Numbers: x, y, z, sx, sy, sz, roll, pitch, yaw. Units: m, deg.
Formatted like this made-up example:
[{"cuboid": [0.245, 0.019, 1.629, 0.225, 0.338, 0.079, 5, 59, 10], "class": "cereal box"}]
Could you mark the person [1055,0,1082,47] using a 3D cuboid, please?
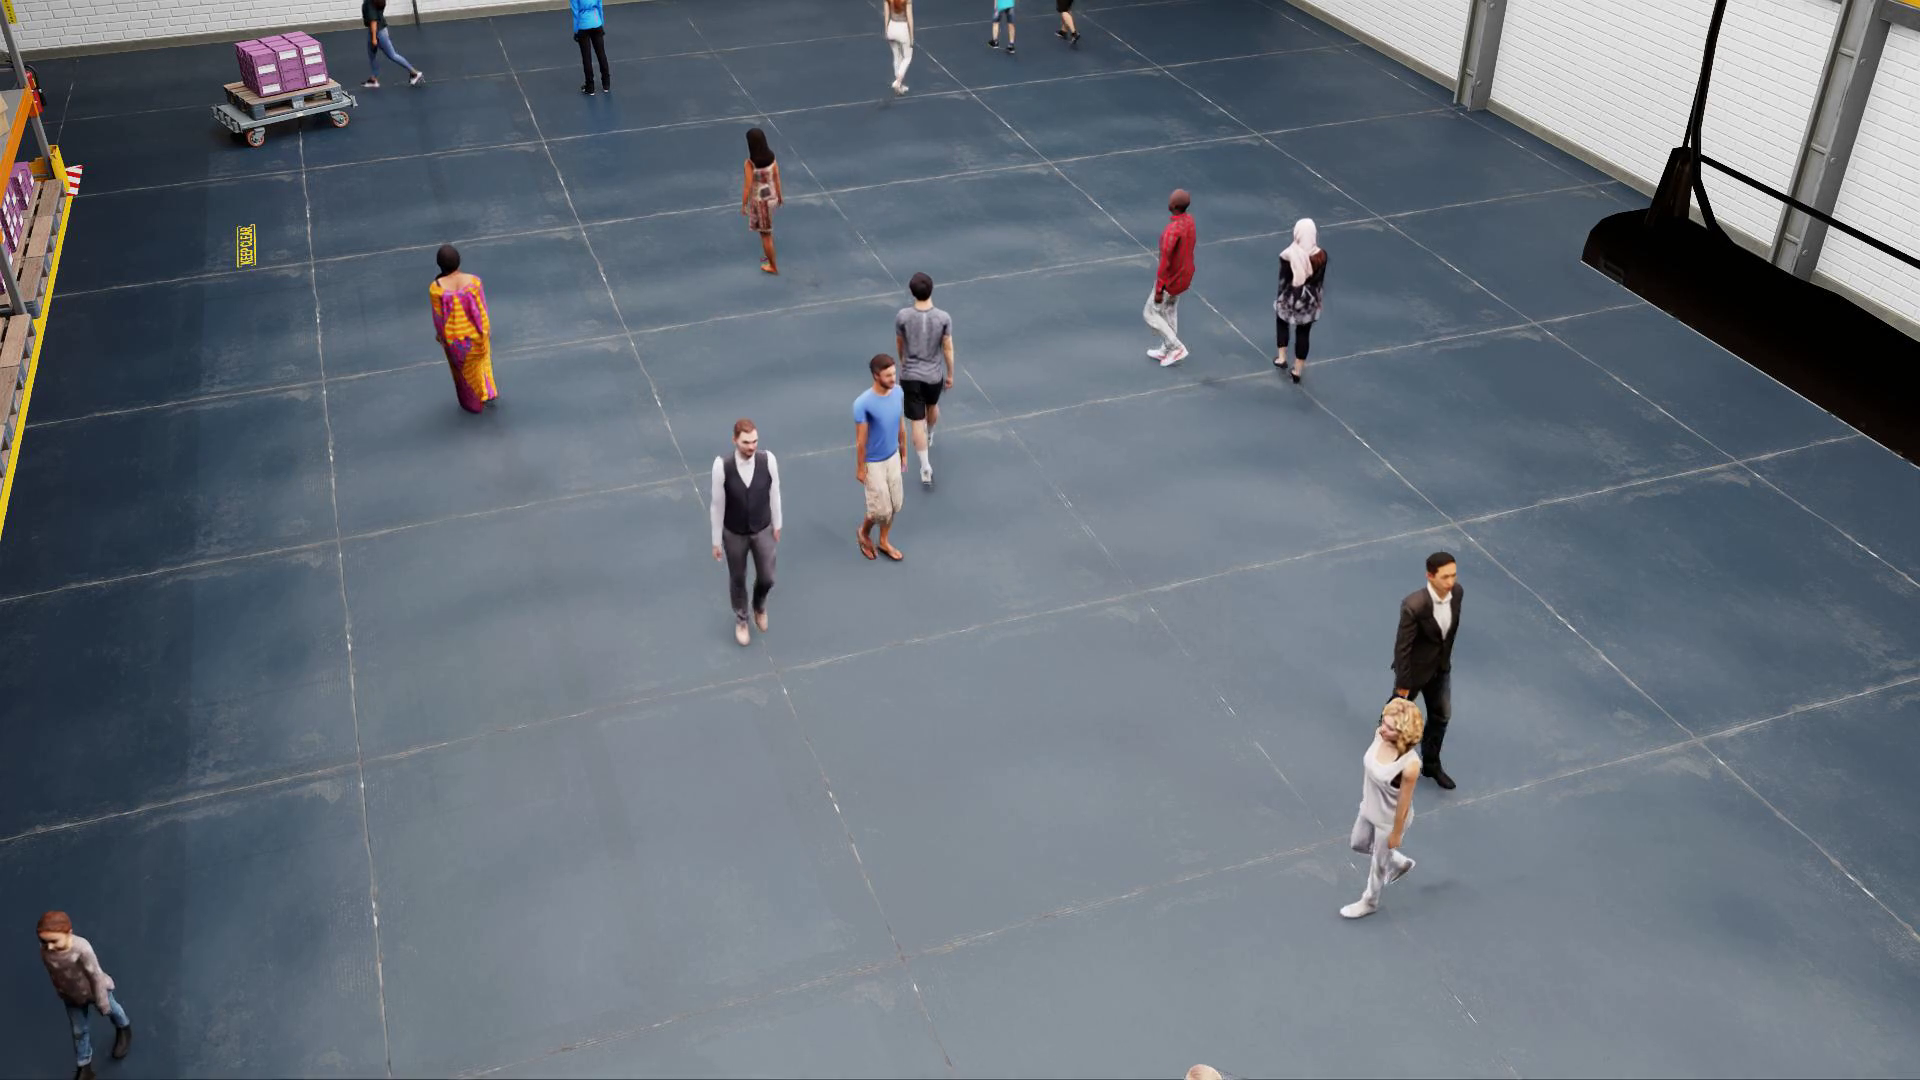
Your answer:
[{"cuboid": [1.645, -8.251, 24.858, 0.773, 1.683, 1.080, -20, 39, -27], "class": "person"}]

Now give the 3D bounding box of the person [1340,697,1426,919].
[{"cuboid": [2.644, 1.615, 10.035, 0.655, 1.661, 0.683, -11, 35, -15], "class": "person"}]

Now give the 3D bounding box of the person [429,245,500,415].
[{"cuboid": [-4.588, -1.923, 15.358, 0.704, 1.661, 0.803, -17, 37, -23], "class": "person"}]

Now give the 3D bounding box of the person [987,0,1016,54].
[{"cuboid": [0.699, -7.933, 24.609, 0.590, 1.429, 0.785, -16, 37, -22], "class": "person"}]

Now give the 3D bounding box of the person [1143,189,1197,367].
[{"cuboid": [2.120, -2.507, 16.100, 0.919, 1.813, 0.869, 22, 39, 29], "class": "person"}]

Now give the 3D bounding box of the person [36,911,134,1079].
[{"cuboid": [-4.834, 2.444, 9.230, 0.663, 1.172, 0.823, 1, 34, 2], "class": "person"}]

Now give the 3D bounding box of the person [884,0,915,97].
[{"cuboid": [-0.872, -6.909, 22.816, 0.851, 1.710, 0.922, 13, 36, 19], "class": "person"}]

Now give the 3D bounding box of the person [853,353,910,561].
[{"cuboid": [-0.700, -0.680, 13.317, 0.785, 1.851, 0.826, -29, 43, -36], "class": "person"}]

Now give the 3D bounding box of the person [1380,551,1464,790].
[{"cuboid": [3.045, 0.786, 11.170, 0.779, 1.785, 0.922, -15, 37, -22], "class": "person"}]

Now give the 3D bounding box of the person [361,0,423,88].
[{"cuboid": [-8.014, -7.082, 23.191, 0.773, 1.582, 1.068, -7, 34, -10], "class": "person"}]

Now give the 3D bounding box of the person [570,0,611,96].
[{"cuboid": [-5.126, -7.078, 22.994, 0.669, 1.794, 0.624, -21, 39, -29], "class": "person"}]

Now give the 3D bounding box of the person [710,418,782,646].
[{"cuboid": [-1.591, -0.125, 12.414, 0.730, 1.925, 0.692, -4, 34, -7], "class": "person"}]

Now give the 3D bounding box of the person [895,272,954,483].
[{"cuboid": [-0.334, -1.370, 14.369, 0.820, 1.834, 1.257, -3, 34, -4], "class": "person"}]

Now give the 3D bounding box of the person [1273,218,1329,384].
[{"cuboid": [3.266, -2.254, 15.894, 0.730, 1.619, 0.775, -1, 34, -1], "class": "person"}]

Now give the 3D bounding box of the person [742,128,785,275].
[{"cuboid": [-2.061, -3.627, 17.947, 0.842, 1.632, 0.789, 25, 41, 33], "class": "person"}]
